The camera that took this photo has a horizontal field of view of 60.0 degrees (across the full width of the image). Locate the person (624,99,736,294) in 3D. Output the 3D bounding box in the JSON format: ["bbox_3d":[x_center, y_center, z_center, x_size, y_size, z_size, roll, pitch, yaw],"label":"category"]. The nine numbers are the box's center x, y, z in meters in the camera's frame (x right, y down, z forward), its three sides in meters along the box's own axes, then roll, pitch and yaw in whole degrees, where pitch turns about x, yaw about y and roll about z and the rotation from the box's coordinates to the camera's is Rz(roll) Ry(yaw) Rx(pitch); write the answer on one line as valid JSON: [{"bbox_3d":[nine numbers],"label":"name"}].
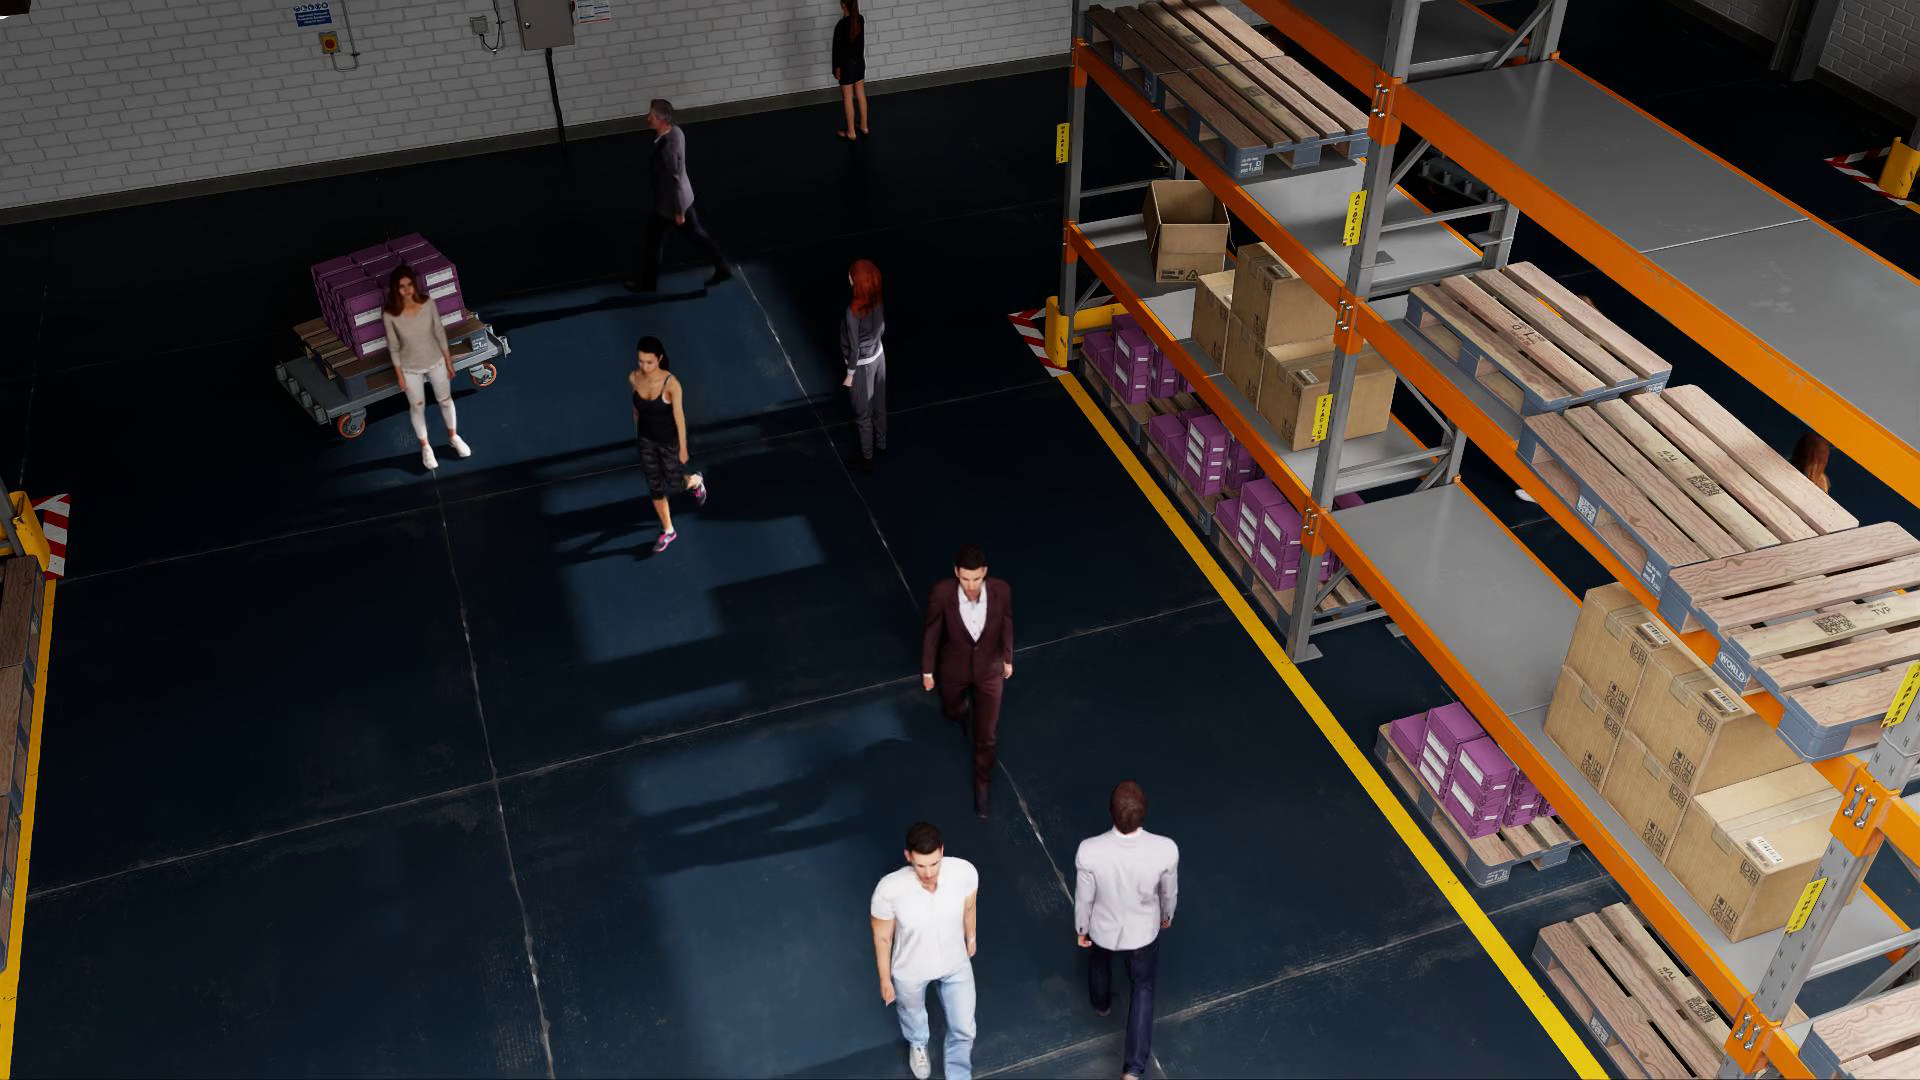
[{"bbox_3d":[-2.408,-2.949,14.452,1.082,1.796,1.273,-1,39,-1],"label":"person"}]

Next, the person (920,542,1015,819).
[{"bbox_3d":[0.056,0.697,9.854,0.925,1.835,1.234,-5,39,-6],"label":"person"}]

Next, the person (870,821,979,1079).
[{"bbox_3d":[-0.168,1.998,8.219,0.757,1.843,0.924,-7,39,-9],"label":"person"}]

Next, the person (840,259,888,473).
[{"bbox_3d":[-0.711,-1.307,12.408,0.702,1.780,0.654,18,42,22],"label":"person"}]

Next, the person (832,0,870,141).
[{"bbox_3d":[-1.120,-4.897,17.089,0.619,1.548,0.614,32,48,34],"label":"person"}]

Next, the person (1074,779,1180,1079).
[{"bbox_3d":[0.806,1.974,8.263,0.986,1.825,1.213,3,39,4],"label":"person"}]

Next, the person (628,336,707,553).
[{"bbox_3d":[-2.048,-0.724,11.739,0.887,1.704,0.964,16,41,19],"label":"person"}]

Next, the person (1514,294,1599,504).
[{"bbox_3d":[4.368,-1.017,12.090,0.756,1.723,0.699,17,42,20],"label":"person"}]

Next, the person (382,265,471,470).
[{"bbox_3d":[-4.044,-1.325,12.490,0.620,1.706,0.599,-20,43,-23],"label":"person"}]
